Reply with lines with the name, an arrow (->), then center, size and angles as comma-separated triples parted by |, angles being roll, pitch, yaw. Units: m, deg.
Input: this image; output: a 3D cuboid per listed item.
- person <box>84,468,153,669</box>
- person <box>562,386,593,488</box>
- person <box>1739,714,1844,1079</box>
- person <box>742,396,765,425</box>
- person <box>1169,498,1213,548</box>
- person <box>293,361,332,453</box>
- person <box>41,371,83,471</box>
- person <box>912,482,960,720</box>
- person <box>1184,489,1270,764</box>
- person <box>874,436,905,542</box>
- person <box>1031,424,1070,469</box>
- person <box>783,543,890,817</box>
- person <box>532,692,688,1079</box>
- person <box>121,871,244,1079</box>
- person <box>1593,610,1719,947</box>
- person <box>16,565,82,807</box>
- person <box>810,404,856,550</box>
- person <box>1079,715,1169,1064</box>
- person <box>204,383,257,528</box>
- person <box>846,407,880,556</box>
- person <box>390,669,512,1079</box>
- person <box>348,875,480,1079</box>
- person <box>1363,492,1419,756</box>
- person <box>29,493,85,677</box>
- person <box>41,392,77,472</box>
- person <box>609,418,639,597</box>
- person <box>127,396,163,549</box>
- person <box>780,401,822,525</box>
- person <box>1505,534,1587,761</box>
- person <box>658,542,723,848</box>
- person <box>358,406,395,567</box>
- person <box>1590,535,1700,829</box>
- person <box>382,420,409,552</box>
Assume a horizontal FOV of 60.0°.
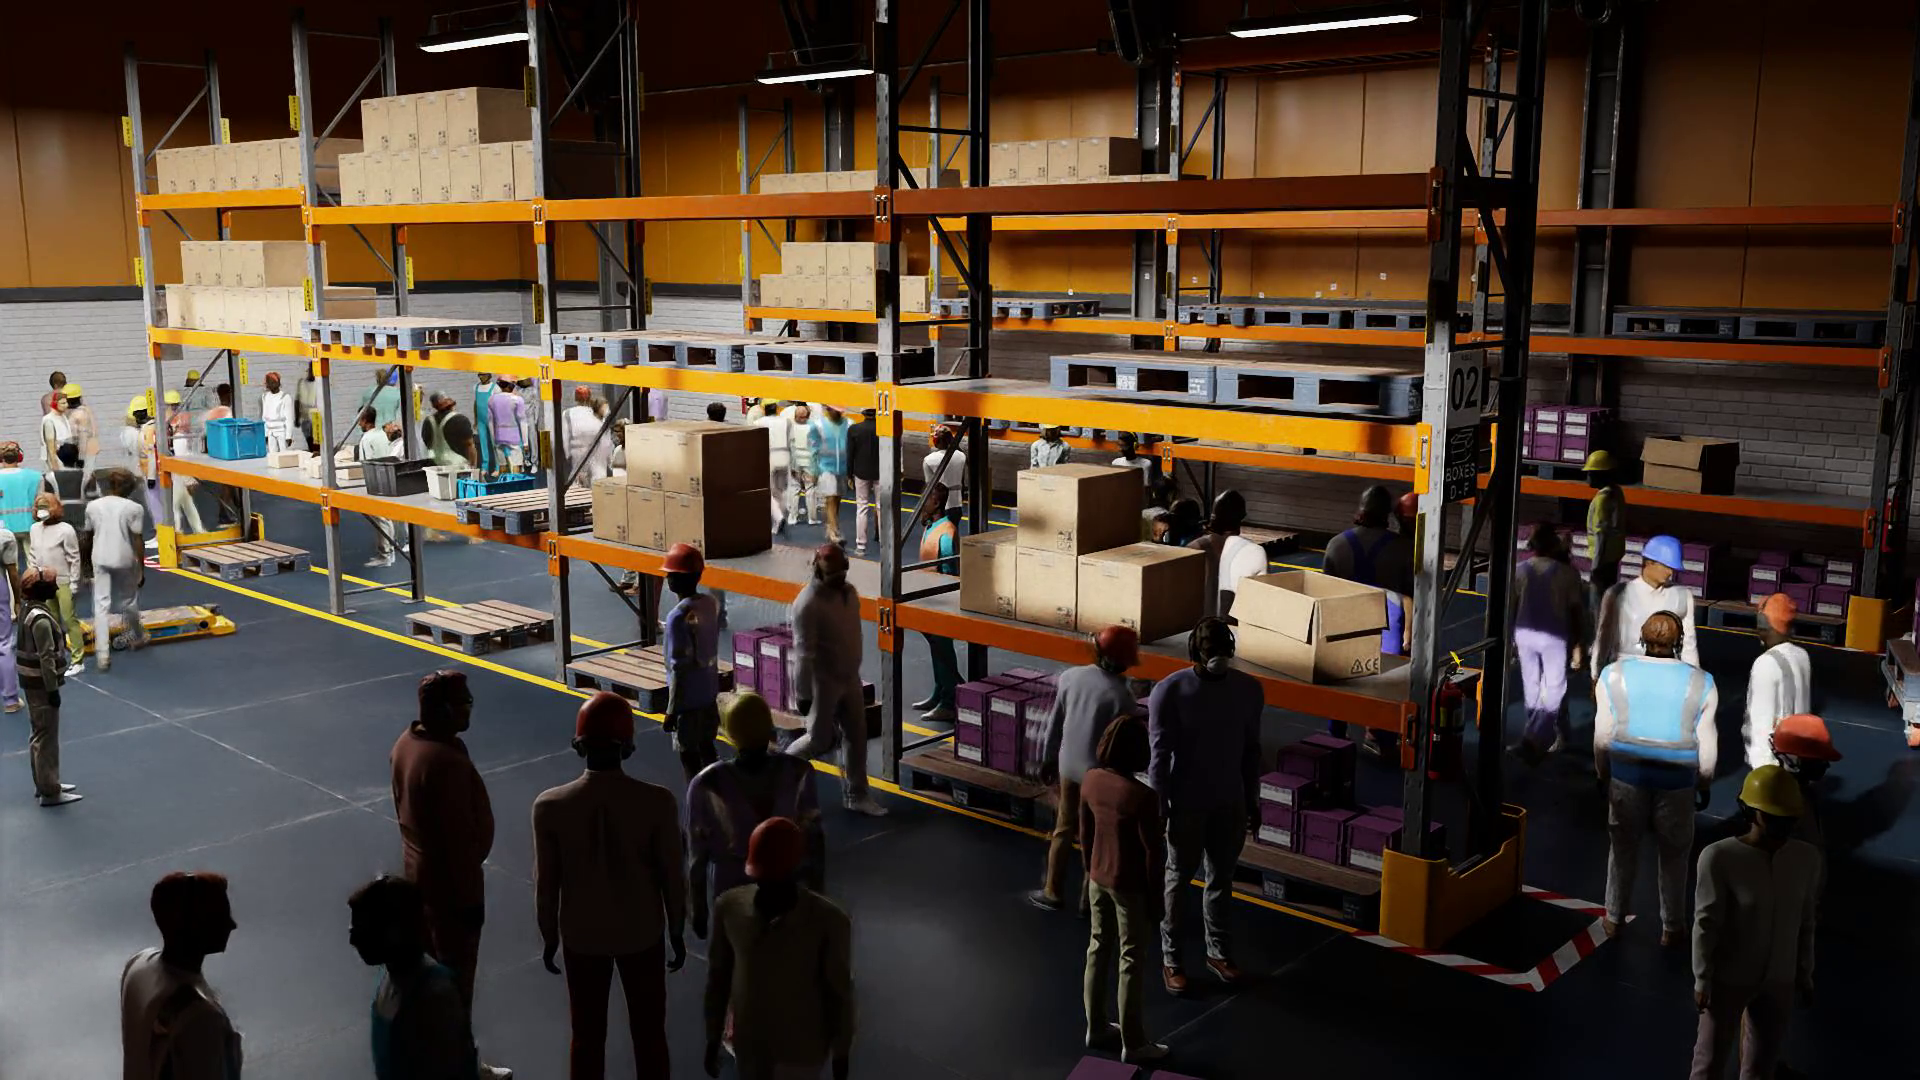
person -> -7.672, 0.238, 15.111 | 0.586, 1.775, 1.013 | -3, 10, -14
person -> -5.125, -1.167, 22.731 | 0.585, 1.882, 0.343 | 1, 10, 7
person -> 3.660, 1.618, 7.355 | 0.328, 1.752, 0.563 | 6, 12, 32
person -> -3.012, -1.372, 24.305 | 0.354, 1.739, 0.569 | 2, 10, 9
person -> 1.772, 0.575, 13.052 | 0.429, 1.831, 0.636 | -9, 13, -41
person -> -10.700, -2.033, 27.553 | 0.693, 1.918, 0.533 | 1, 10, 7
person -> -13.291, -1.537, 24.667 | 0.370, 1.940, 0.627 | 5, 11, 27
person -> -0.164, 0.478, 13.332 | 0.379, 1.918, 0.596 | -2, 10, -12
person -> 1.939, 0.638, 12.084 | 0.673, 2.000, 0.536 | 4, 11, 23
person -> -0.918, -0.915, 21.211 | 0.387, 1.924, 0.548 | 10, 14, 43
person -> 1.098, -0.653, 20.223 | 0.483, 1.745, 0.301 | 0, 10, -1
person -> -0.913, 0.915, 11.016 | 0.810, 1.869, 0.663 | 5, 11, 28
person -> -1.415, 1.596, 6.794 | 0.611, 1.996, 0.378 | -1, 10, -5
person -> -2.403, 1.933, 5.231 | 0.381, 1.878, 0.587 | -10, 14, -44
person -> 3.749, 1.283, 9.003 | 0.627, 1.844, 0.429 | 5, 11, 25
person -> -6.212, 0.985, 11.281 | 0.314, 1.633, 0.518 | -7, 12, -36
person -> -1.540, -0.870, 20.817 | 0.628, 1.963, 1.118 | -4, 11, -20
person -> 0.760, 1.611, 7.735 | 0.285, 1.633, 0.499 | -9, 13, -40
person -> -9.862, -1.170, 22.618 | 0.616, 1.925, 0.922 | 4, 11, 23
person -> -1.077, -0.794, 20.309 | 0.622, 1.994, 0.379 | -1, 10, -5
person -> -2.293, 1.515, 7.506 | 0.403, 1.906, 0.652 | -8, 13, -37
person -> -1.724, 1.960, 5.306 | 0.436, 1.816, 0.650 | -7, 12, -36
person -> 3.309, 0.620, 12.358 | 0.619, 1.986, 0.410 | -6, 11, -29
person -> -7.963, 0.389, 14.637 | 0.508, 1.633, 0.274 | 3, 11, 18
person -> -12.040, -1.051, 22.210 | 0.387, 1.840, 0.564 | -2, 10, -9
person -> -3.587, -0.358, 18.000 | 0.358, 1.938, 0.636 | -7, 12, -35
person -> -10.173, -0.853, 20.886 | 0.397, 1.913, 0.592 | -5, 11, -28
person -> -2.152, -1.166, 22.626 | 0.599, 1.917, 0.376 | -4, 11, -19
person -> 4.265, 0.789, 12.188 | 0.915, 1.700, 0.495 | -6, 12, -30
person -> -1.708, 0.974, 10.472 | 0.361, 1.939, 0.542 | 3, 11, 18
person -> -6.890, -0.638, 19.650 | 0.389, 1.916, 0.590 | -1, 10, -3
person -> 4.456, 0.914, 10.837 | 0.645, 1.927, 0.442 | -1, 10, -4
person -> -6.976, -0.664, 20.583 | 0.514, 1.640, 0.310 | 4, 11, 22
